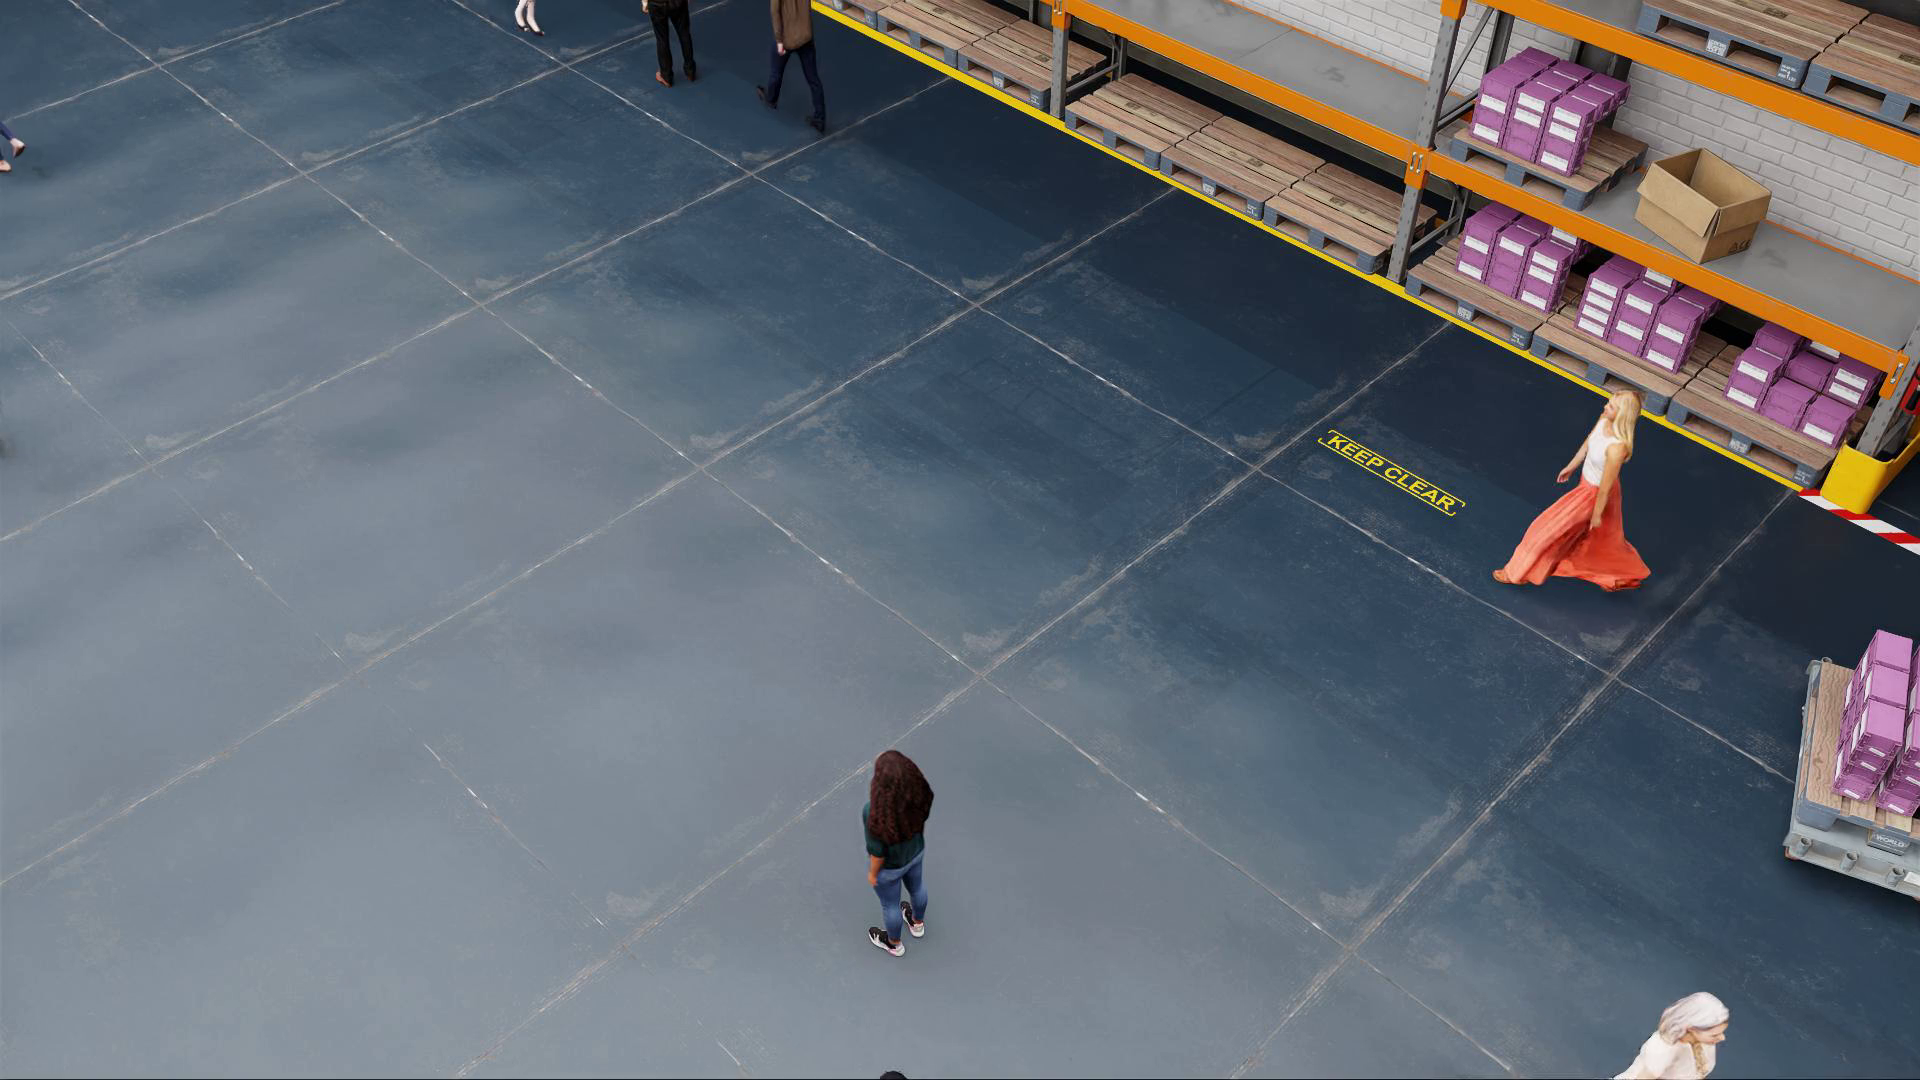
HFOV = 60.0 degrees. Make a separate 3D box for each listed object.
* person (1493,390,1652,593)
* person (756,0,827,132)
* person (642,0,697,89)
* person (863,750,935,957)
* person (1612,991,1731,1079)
[{"bbox_3d":[4.330,-0.277,11.132,1.307,1.760,1.029,11,45,12],"label":"person"},{"bbox_3d":[-1.516,-4.741,15.765,0.731,1.832,1.153,-30,51,-28],"label":"person"},{"bbox_3d":[-2.906,-5.356,16.467,0.730,1.754,0.701,-19,47,-19],"label":"person"},{"bbox_3d":[-0.342,1.722,9.137,0.589,1.617,0.580,-33,53,-30],"label":"person"},{"bbox_3d":[3.273,2.646,8.102,0.613,1.708,0.960,-33,53,-30],"label":"person"}]
